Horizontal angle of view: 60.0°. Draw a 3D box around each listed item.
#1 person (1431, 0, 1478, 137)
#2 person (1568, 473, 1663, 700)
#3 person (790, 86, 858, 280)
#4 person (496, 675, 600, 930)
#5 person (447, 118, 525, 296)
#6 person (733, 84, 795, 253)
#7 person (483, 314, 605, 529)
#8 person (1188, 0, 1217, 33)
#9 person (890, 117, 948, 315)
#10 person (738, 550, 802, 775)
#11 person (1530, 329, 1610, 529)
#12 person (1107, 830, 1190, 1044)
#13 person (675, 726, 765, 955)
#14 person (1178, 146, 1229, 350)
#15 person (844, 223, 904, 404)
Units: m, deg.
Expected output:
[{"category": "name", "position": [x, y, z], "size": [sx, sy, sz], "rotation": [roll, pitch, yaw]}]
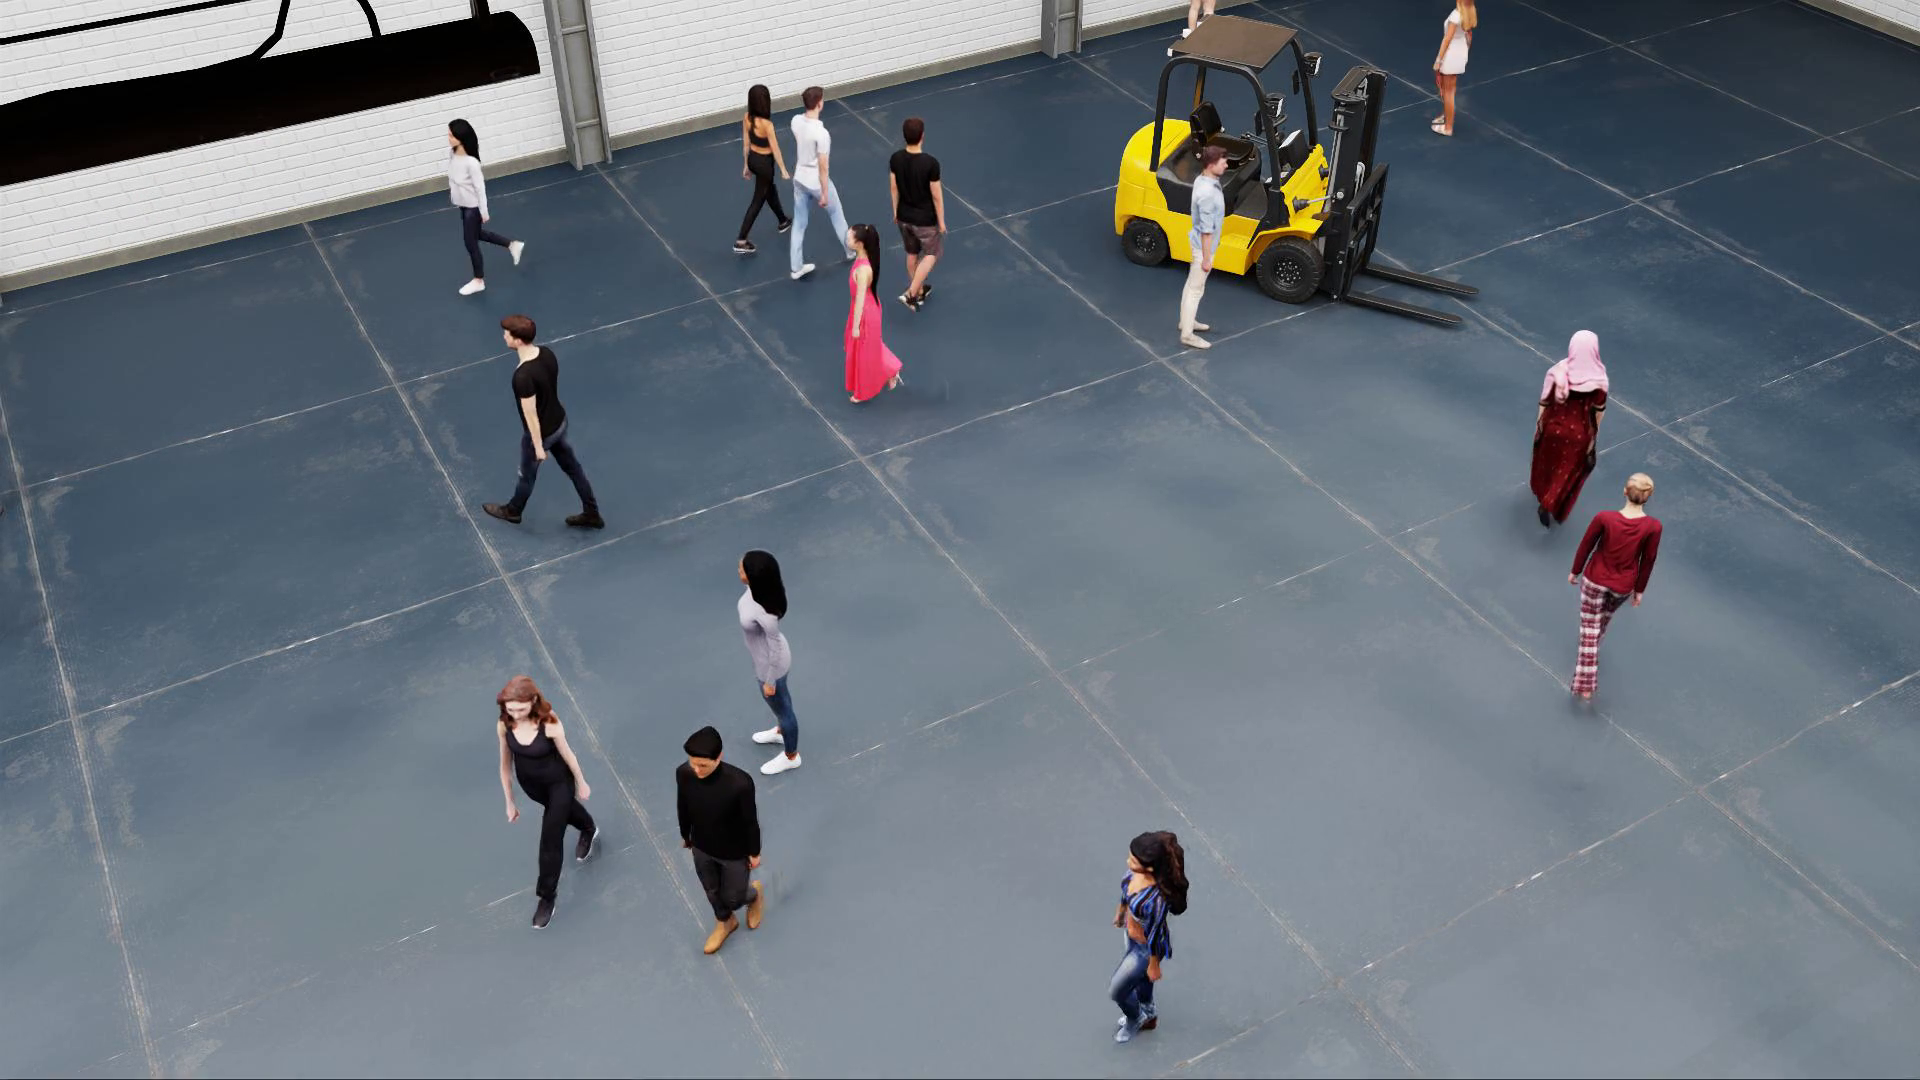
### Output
[{"category": "person", "position": [5.378, -5.147, 17.862], "size": [0.730, 1.684, 0.657], "rotation": [26, 45, 29]}, {"category": "person", "position": [4.306, 0.323, 11.033], "size": [1.064, 1.659, 1.101], "rotation": [8, 39, 10]}, {"category": "person", "position": [-1.435, -3.257, 15.394], "size": [0.893, 1.811, 1.191], "rotation": [28, 46, 31]}, {"category": "person", "position": [-2.372, 1.349, 9.726], "size": [1.080, 1.687, 1.118], "rotation": [7, 39, 9]}, {"category": "person", "position": [-4.414, -3.103, 15.303], "size": [1.007, 1.684, 0.717], "rotation": [-27, 46, -30]}, {"category": "person", "position": [-1.957, -3.502, 15.869], "size": [0.782, 1.600, 1.171], "rotation": [31, 48, 33]}, {"category": "person", "position": [-2.979, -0.817, 12.303], "size": [1.205, 1.856, 1.143], "rotation": [9, 40, 12]}, {"category": "person", "position": [2.910, -6.655, 19.777], "size": [0.633, 1.652, 0.659], "rotation": [18, 42, 22]}, {"category": "person", "position": [-0.410, -2.863, 14.867], "size": [0.971, 1.852, 1.074], "rotation": [17, 42, 20]}, {"category": "person", "position": [-1.176, 0.748, 10.440], "size": [0.629, 1.736, 0.662], "rotation": [-7, 39, -8]}, {"category": "person", "position": [4.558, -0.821, 12.496], "size": [0.916, 1.620, 1.042], "rotation": [20, 43, 23]}, {"category": "person", "position": [1.046, 2.110, 8.831], "size": [0.748, 1.615, 0.741], "rotation": [-6, 39, -7]}, {"category": "person", "position": [-1.303, 1.634, 9.347], "size": [0.828, 1.715, 0.878], "rotation": [17, 42, 20]}, {"category": "person", "position": [2.117, -2.581, 14.519], "size": [0.744, 1.847, 0.726], "rotation": [4, 39, 5]}, {"category": "person", "position": [-0.707, -1.837, 13.692], "size": [0.883, 1.716, 0.814], "rotation": [3, 39, 4]}]
